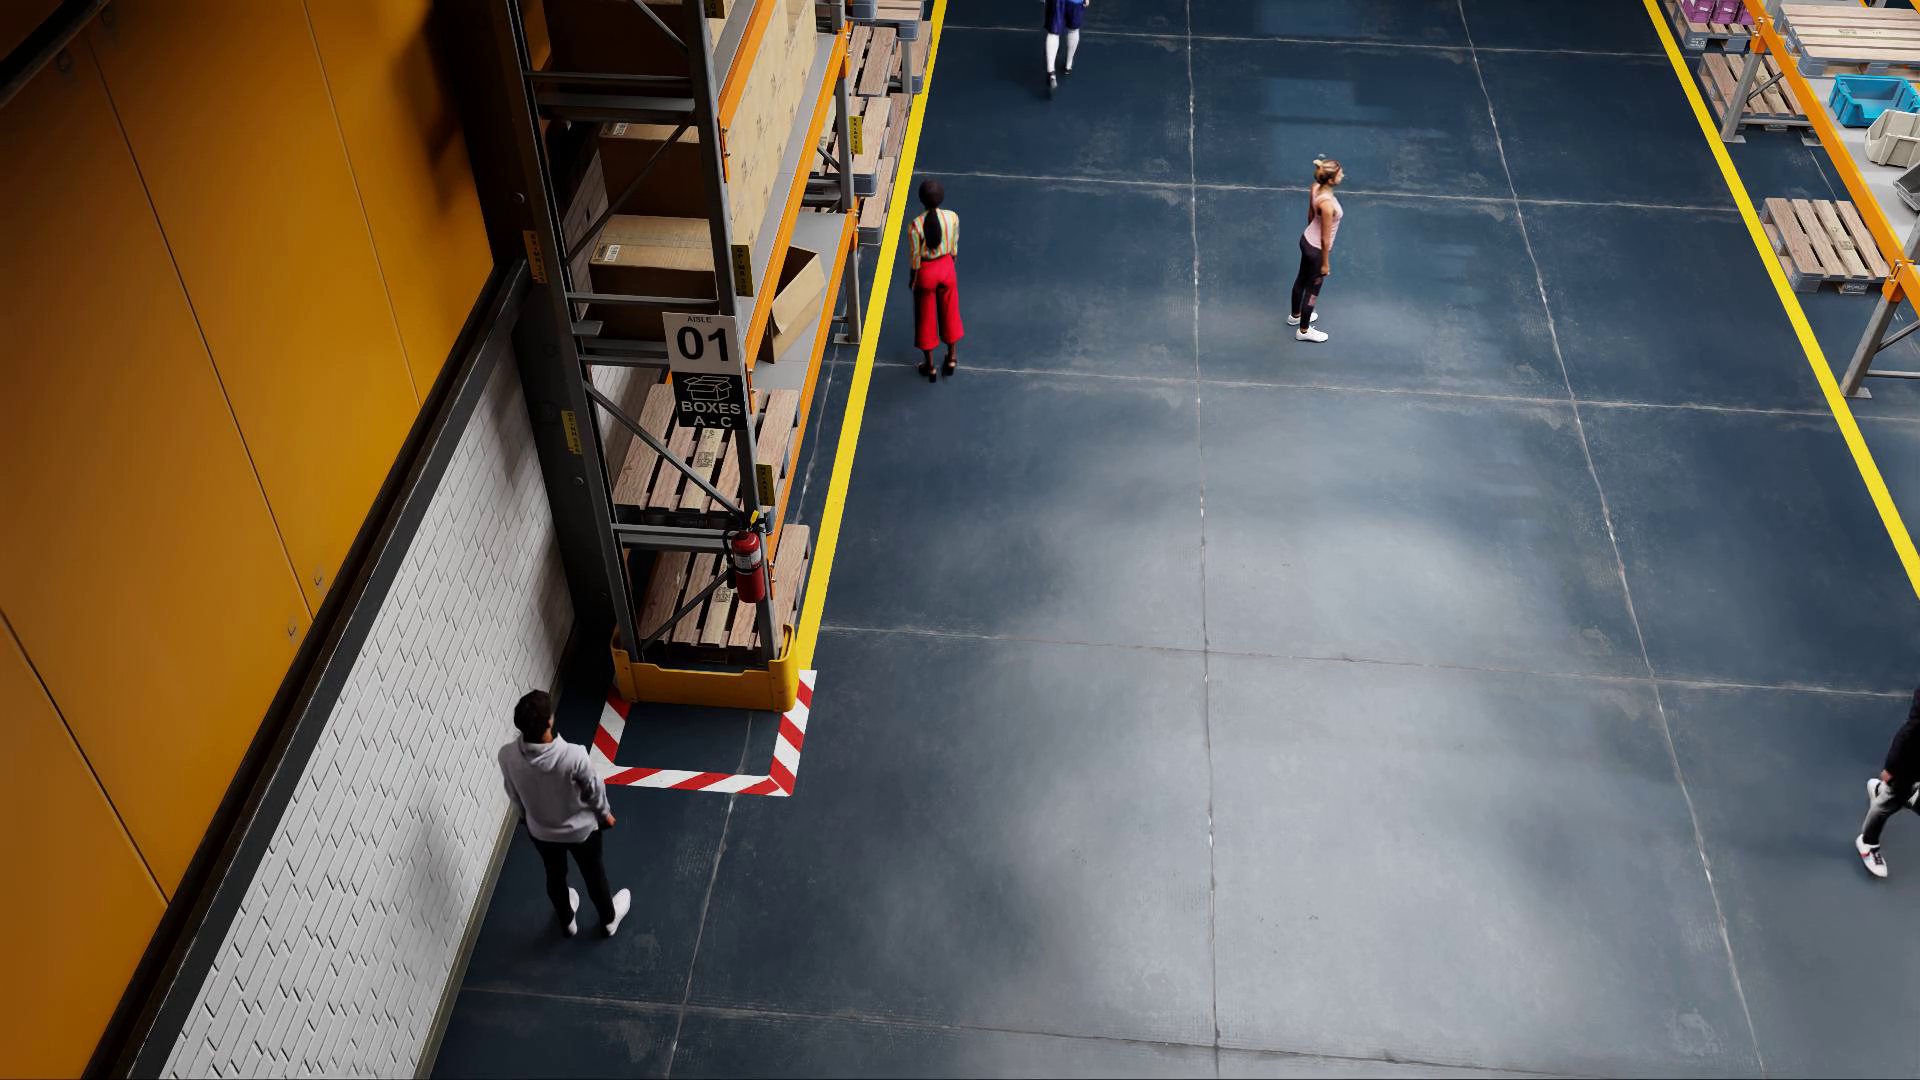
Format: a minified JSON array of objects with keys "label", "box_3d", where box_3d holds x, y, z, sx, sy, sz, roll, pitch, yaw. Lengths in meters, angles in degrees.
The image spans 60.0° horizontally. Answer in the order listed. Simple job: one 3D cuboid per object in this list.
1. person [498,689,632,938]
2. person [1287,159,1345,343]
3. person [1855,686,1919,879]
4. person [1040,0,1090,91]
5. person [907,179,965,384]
[{"label":"person","box_3d":[-2.201,1.549,9.182,0.689,1.927,0.573,1,44,1]},{"label":"person","box_3d":[2.884,-2.372,13.505,0.670,1.641,0.546,-5,44,-6]},{"label":"person","box_3d":[5.552,1.149,9.594,0.750,1.937,0.825,-1,44,-1]},{"label":"person","box_3d":[1.042,-5.369,16.522,0.695,1.818,1.094,5,44,5]},{"label":"person","box_3d":[-0.200,-2.034,13.040,0.688,1.792,0.688,-14,45,-15]}]
